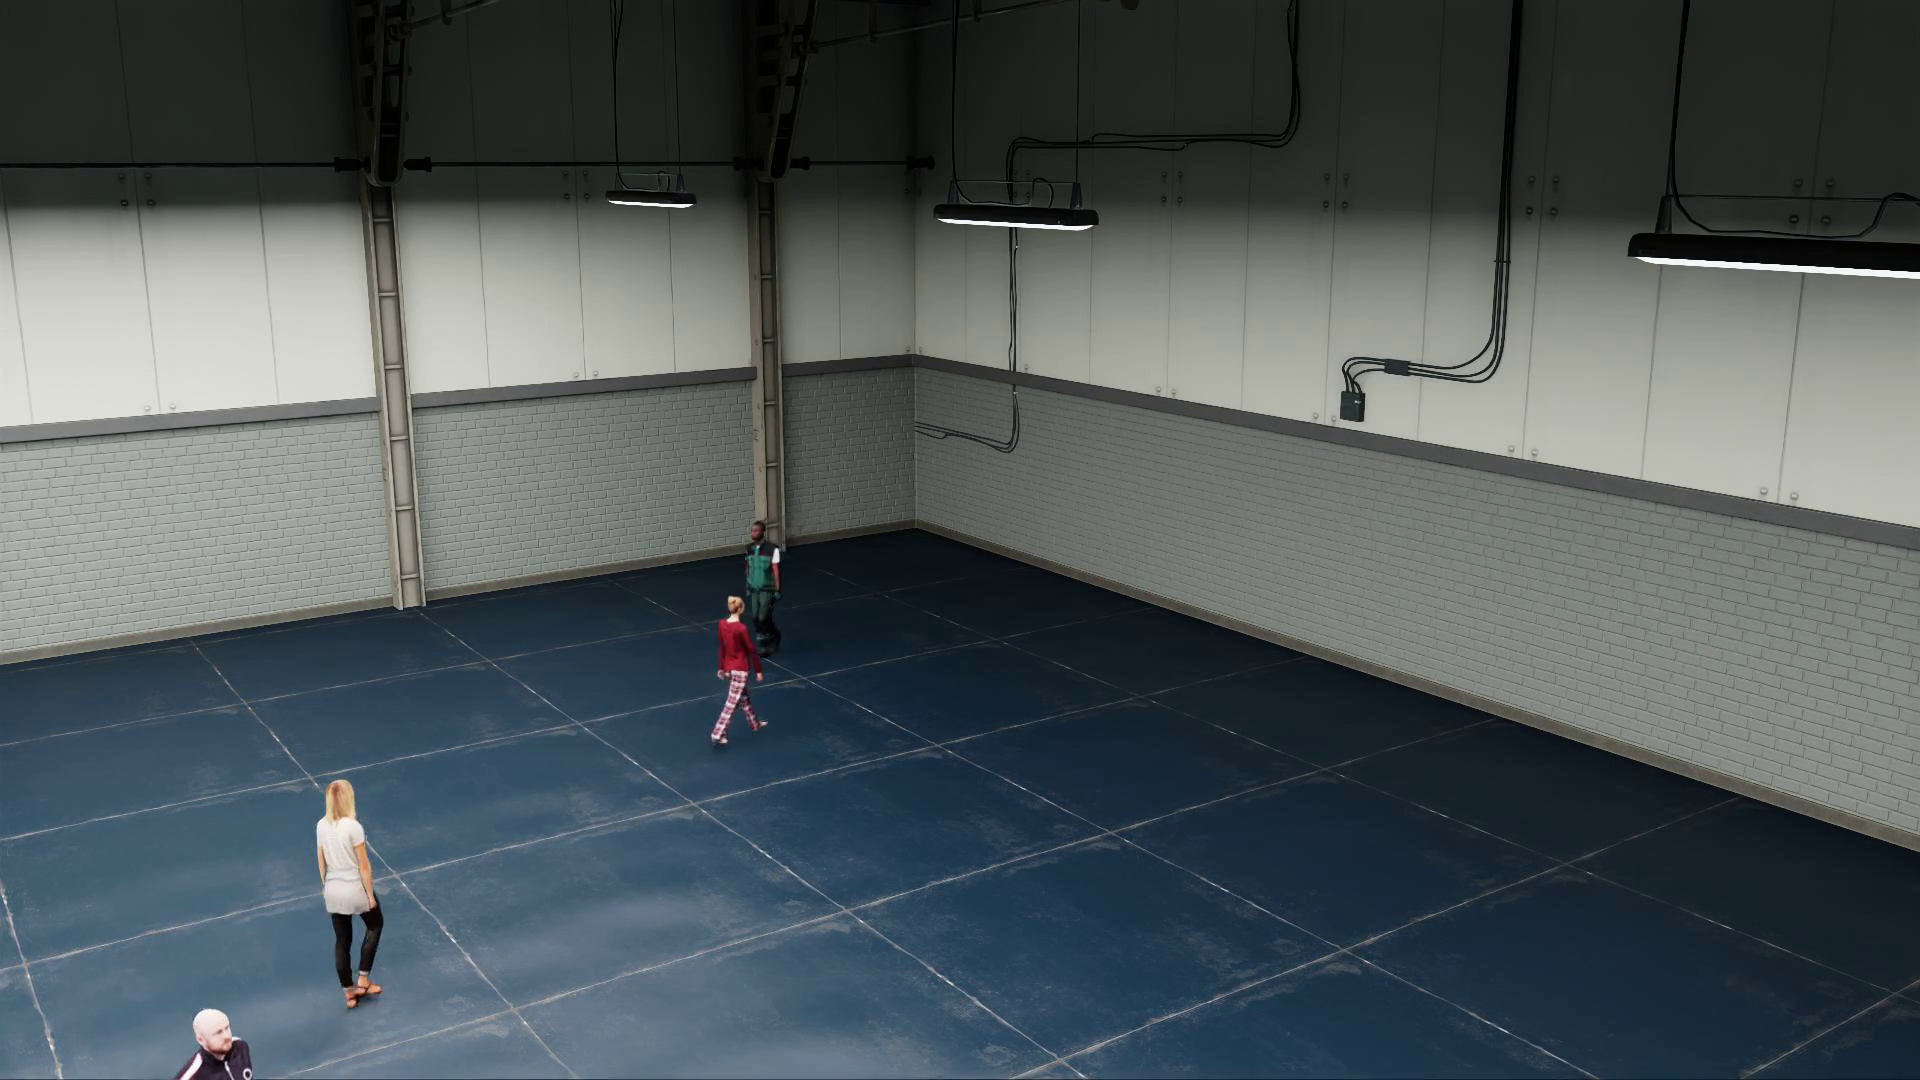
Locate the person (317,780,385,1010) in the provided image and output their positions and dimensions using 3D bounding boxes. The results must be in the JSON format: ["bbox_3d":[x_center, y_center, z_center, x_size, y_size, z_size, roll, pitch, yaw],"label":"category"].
[{"bbox_3d":[-4.703,2.732,12.647,0.735,1.819,0.792,3,13,12],"label":"person"}]

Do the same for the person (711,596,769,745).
[{"bbox_3d":[-2.527,1.473,18.454,0.847,1.652,1.170,10,17,37],"label":"person"}]

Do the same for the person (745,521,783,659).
[{"bbox_3d":[-2.509,0.638,21.674,0.835,1.827,0.876,7,15,29],"label":"person"}]

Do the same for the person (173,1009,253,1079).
[{"bbox_3d":[-4.260,3.473,9.443,0.892,1.821,0.806,5,14,20],"label":"person"}]
